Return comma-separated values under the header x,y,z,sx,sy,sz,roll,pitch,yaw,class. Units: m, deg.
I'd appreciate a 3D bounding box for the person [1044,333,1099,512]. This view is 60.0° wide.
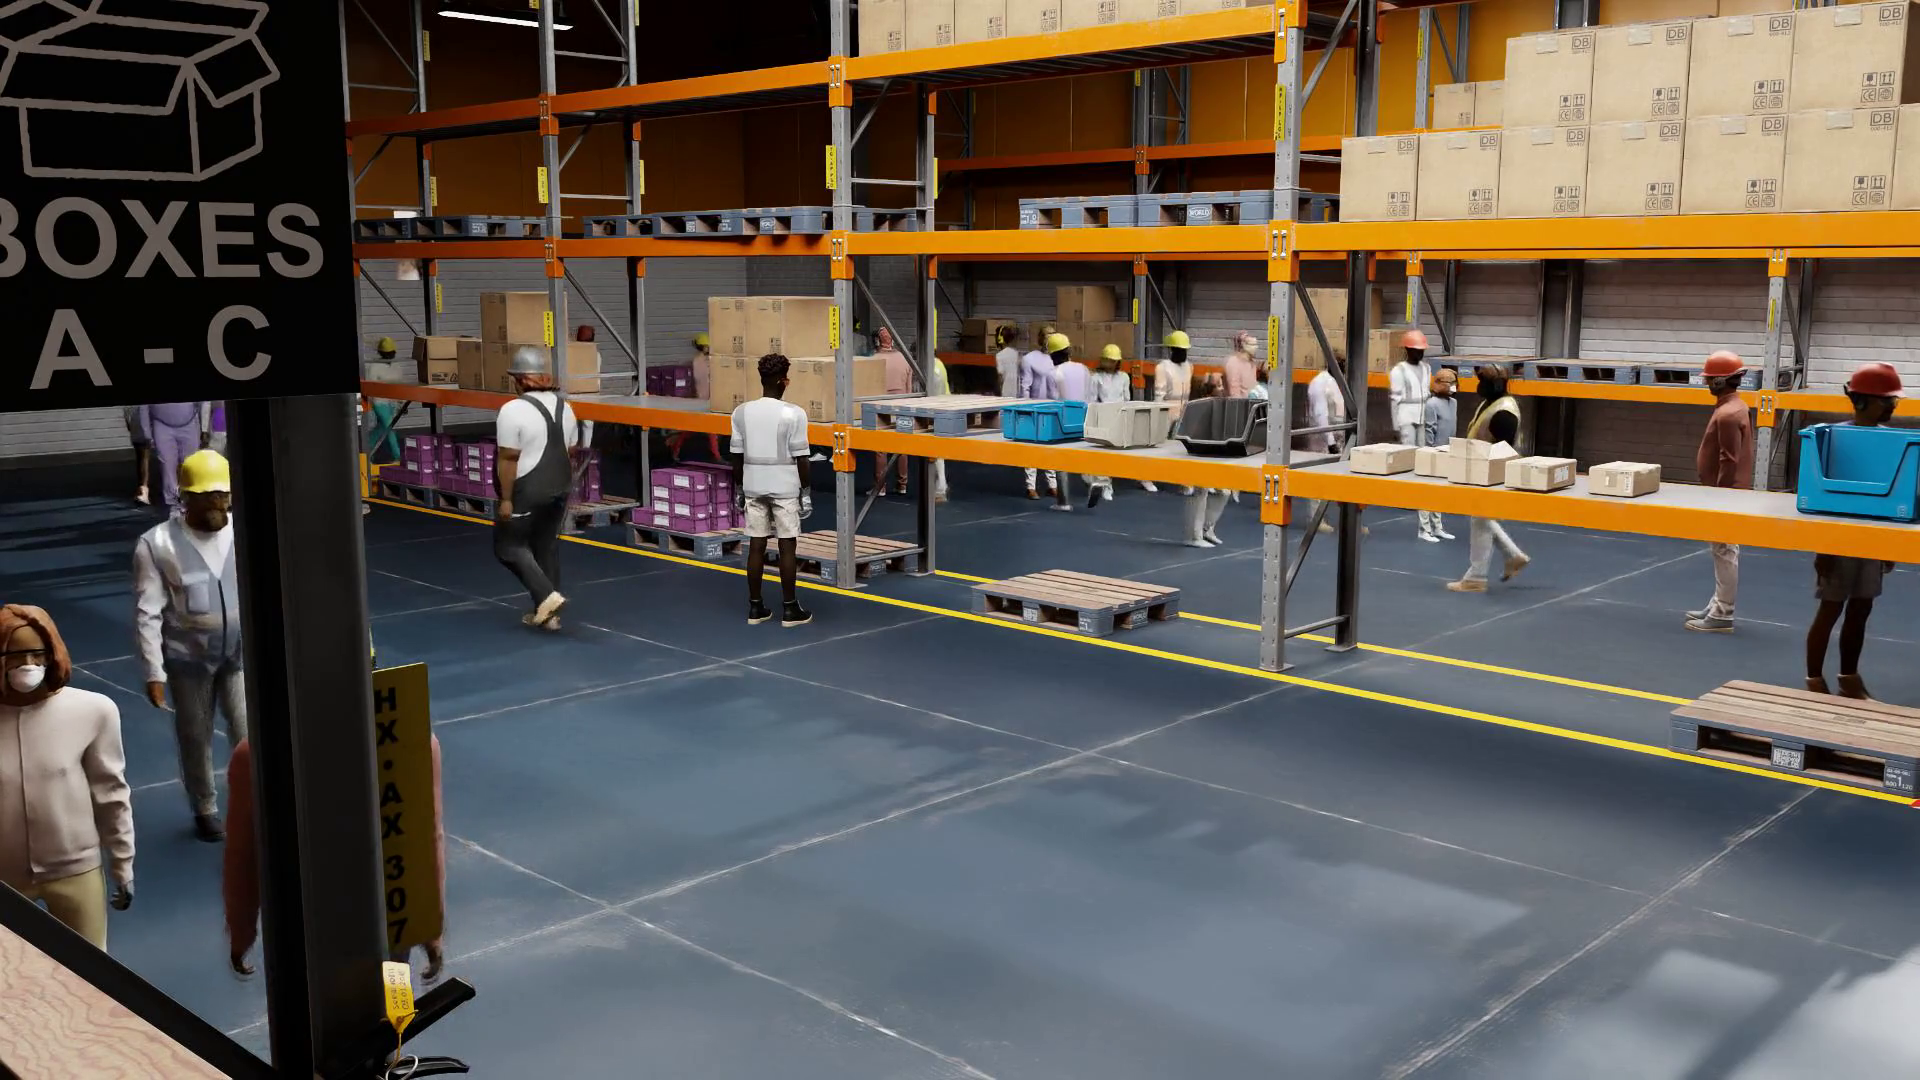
x,y,z,sx,sy,sz,roll,pitch,yaw,class
1.157,-1.212,17.391,0.615,1.896,0.587,-7,11,-36,person

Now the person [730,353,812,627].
x,y,z,sx,sy,sz,roll,pitch,yaw,class
-1.339,-0.359,11.936,0.614,1.963,0.361,4,10,21,person

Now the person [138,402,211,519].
x,y,z,sx,sy,sz,roll,pitch,yaw,class
-8.088,-1.154,17.117,0.665,1.882,0.813,-7,11,-35,person

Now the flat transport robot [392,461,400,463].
x,y,z,sx,sy,sz,roll,pitch,yaw,class
-6.334,-0.890,20.380,0.652,0.197,1.431,8,12,40,flat transport robot

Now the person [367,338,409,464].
x,y,z,sx,sy,sz,roll,pitch,yaw,class
-7.299,-1.718,21.087,0.949,1.701,0.580,4,10,24,person

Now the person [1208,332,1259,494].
x,y,z,sx,sy,sz,roll,pitch,yaw,class
3.190,-1.395,18.660,1.035,1.848,0.654,7,12,37,person

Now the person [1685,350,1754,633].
x,y,z,sx,sy,sz,roll,pitch,yaw,class
5.369,-0.339,11.746,0.392,1.990,0.612,5,10,28,person

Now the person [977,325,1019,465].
x,y,z,sx,sy,sz,roll,pitch,yaw,class
0.654,-1.863,21.580,0.911,1.842,0.538,7,12,37,person

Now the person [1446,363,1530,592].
x,y,z,sx,sy,sz,roll,pitch,yaw,class
4.208,-0.490,13.158,0.603,1.828,0.672,1,9,9,person

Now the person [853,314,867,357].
x,y,z,sx,sy,sz,roll,pitch,yaw,class
-1.643,-2.550,25.671,0.513,1.872,0.328,2,10,13,person

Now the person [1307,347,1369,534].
x,y,z,sx,sy,sz,roll,pitch,yaw,class
3.636,-0.938,15.968,0.643,1.810,0.736,-6,11,-32,person

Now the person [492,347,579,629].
x,y,z,sx,sy,sz,roll,pitch,yaw,class
-3.008,-0.357,11.702,0.560,2.000,0.696,5,11,29,person

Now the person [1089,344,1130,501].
x,y,z,sx,sy,sz,roll,pitch,yaw,class
1.653,-1.311,18.459,0.498,1.728,0.404,-2,10,-15,person

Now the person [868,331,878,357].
x,y,z,sx,sy,sz,roll,pitch,yaw,class
-1.112,-2.199,24.123,0.673,1.671,0.533,6,11,32,person

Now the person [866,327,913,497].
x,y,z,sx,sy,sz,roll,pitch,yaw,class
-0.840,-1.434,18.710,0.637,1.911,0.406,-6,11,-33,person

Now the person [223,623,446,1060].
x,y,z,sx,sy,sz,roll,pitch,yaw,class
-1.604,1.005,4.314,0.538,1.725,0.892,-5,10,-26,person

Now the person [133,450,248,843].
x,y,z,sx,sy,sz,roll,pitch,yaw,class
-3.213,0.505,7.193,0.621,1.780,0.915,-7,11,-36,person

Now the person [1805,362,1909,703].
x,y,z,sx,sy,sz,roll,pitch,yaw,class
5.124,0.006,9.489,0.609,2.038,0.400,-4,10,-24,person

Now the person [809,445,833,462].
x,y,z,sx,sy,sz,roll,pitch,yaw,class
-1.758,-1.992,22.095,0.596,1.918,0.380,6,11,31,person

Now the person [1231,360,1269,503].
x,y,z,sx,sy,sz,roll,pitch,yaw,class
3.177,-1.119,17.687,0.717,1.610,0.510,8,12,39,person

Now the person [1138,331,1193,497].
x,y,z,sx,sy,sz,roll,pitch,yaw,class
2.375,-1.437,18.849,0.592,1.880,1.000,-6,11,-33,person

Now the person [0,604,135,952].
x,y,z,sx,sy,sz,roll,pitch,yaw,class
-2.655,0.978,4.798,0.500,1.629,0.288,-5,11,-28,person

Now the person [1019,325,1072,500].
x,y,z,sx,sy,sz,roll,pitch,yaw,class
0.962,-1.416,18.507,0.629,1.940,0.379,-4,10,-21,person

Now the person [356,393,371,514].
x,y,z,sx,sy,sz,roll,pitch,yaw,class
-6.410,-1.210,17.415,0.351,1.882,0.581,-3,10,-19,person

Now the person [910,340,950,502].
x,y,z,sx,sy,sz,roll,pitch,yaw,class
-0.319,-1.300,18.196,0.447,1.809,0.701,0,9,3,person

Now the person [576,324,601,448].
x,y,z,sx,sy,sz,roll,pitch,yaw,class
-4.851,-1.787,21.021,0.629,1.865,0.682,3,10,19,person

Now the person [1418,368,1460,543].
x,y,z,sx,sy,sz,roll,pitch,yaw,class
4.520,-0.797,15.642,0.266,1.631,0.507,9,13,44,person

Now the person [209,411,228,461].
x,y,z,sx,sy,sz,roll,pitch,yaw,class
-8.793,-1.480,19.846,0.559,1.618,0.367,1,9,4,person

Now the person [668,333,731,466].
x,y,z,sx,sy,sz,roll,pitch,yaw,class
-3.397,-1.826,21.604,0.763,1.740,0.524,4,10,21,person

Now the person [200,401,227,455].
x,y,z,sx,sy,sz,roll,pitch,yaw,class
-7.646,-1.210,17.360,0.485,1.901,0.662,6,11,33,person

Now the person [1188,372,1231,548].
x,y,z,sx,sy,sz,roll,pitch,yaw,class
2.286,-0.721,15.201,0.442,1.624,0.518,3,10,18,person

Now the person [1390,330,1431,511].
x,y,z,sx,sy,sz,roll,pitch,yaw,class
4.777,-1.270,17.667,0.562,1.918,0.465,-6,11,-32,person

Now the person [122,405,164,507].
x,y,z,sx,sy,sz,roll,pitch,yaw,class
-8.829,-1.363,18.127,0.632,1.978,1.088,-2,9,-12,person
